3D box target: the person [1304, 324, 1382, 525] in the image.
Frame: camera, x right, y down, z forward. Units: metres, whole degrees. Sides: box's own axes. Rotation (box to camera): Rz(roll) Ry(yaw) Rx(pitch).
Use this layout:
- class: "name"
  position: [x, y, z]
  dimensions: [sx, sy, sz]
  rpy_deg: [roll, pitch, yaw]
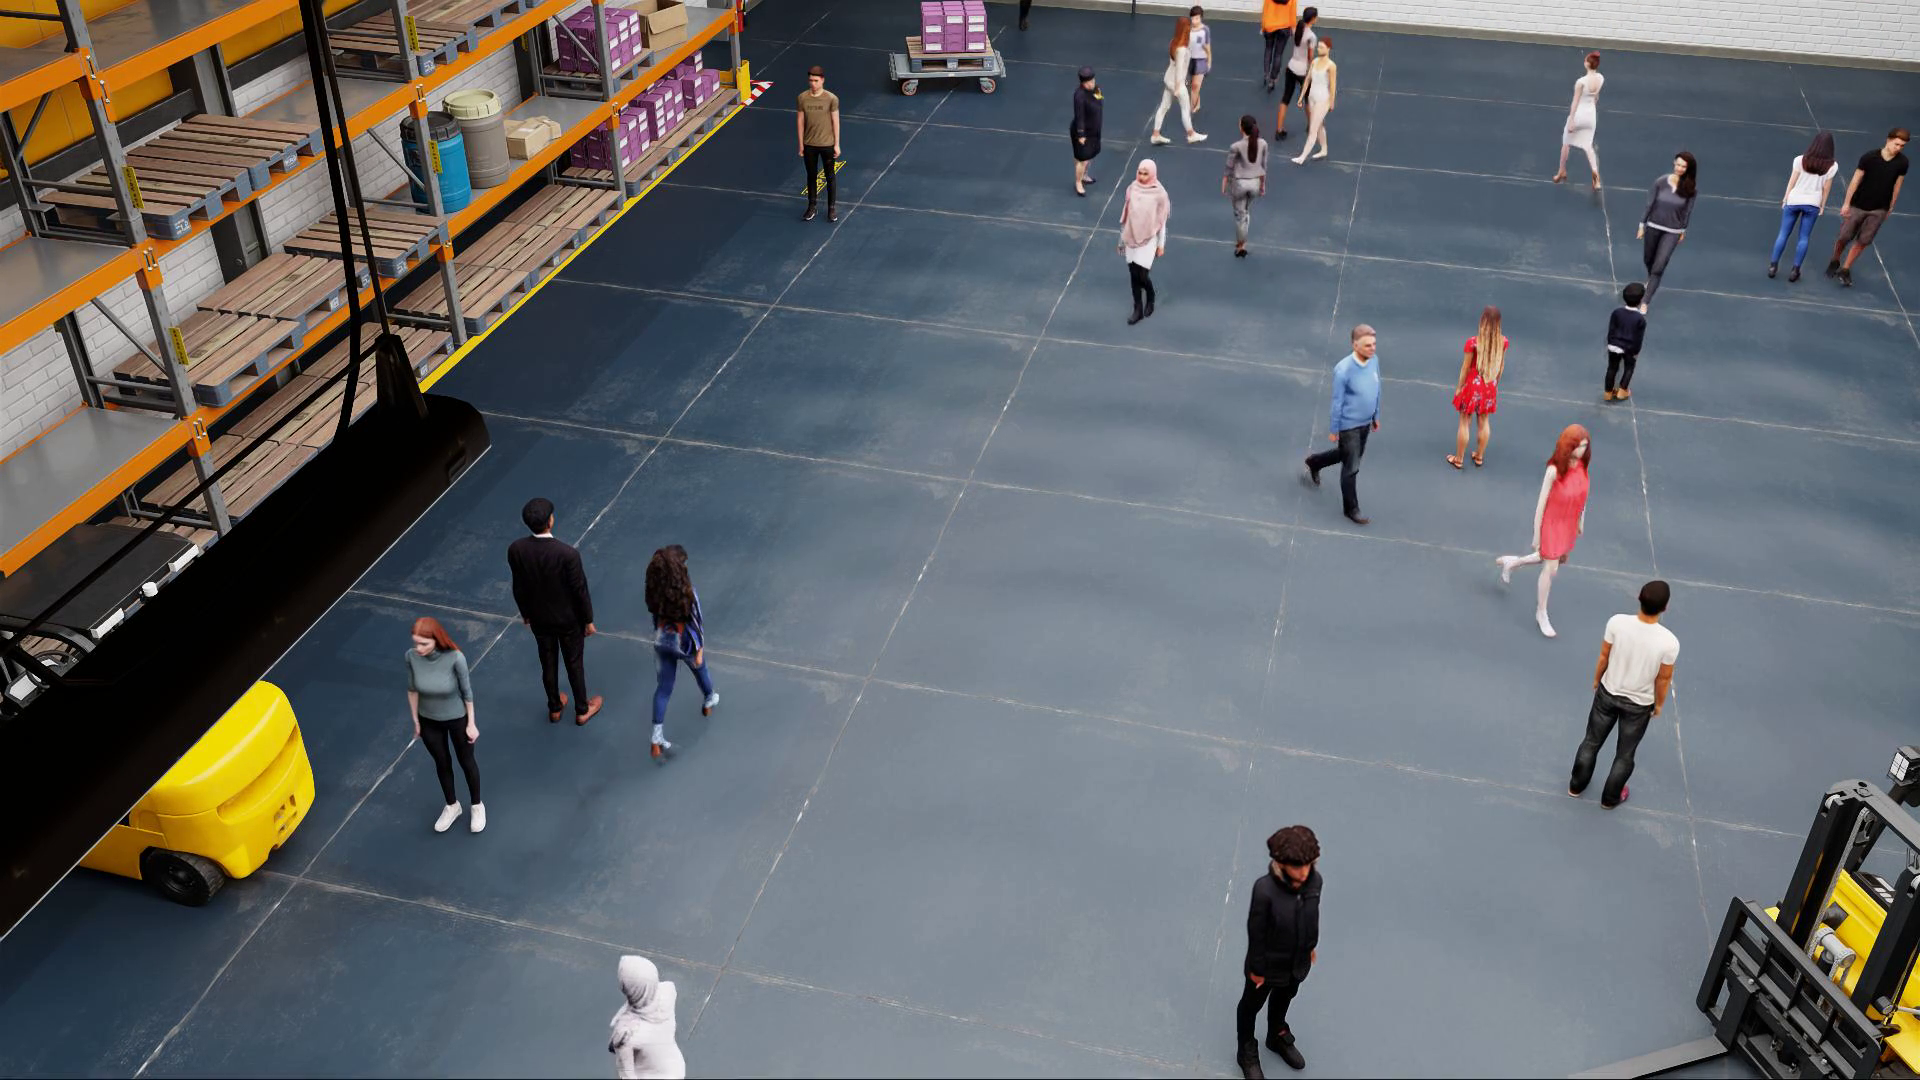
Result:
- class: "person"
  position: [3.346, -1.069, 14.353]
  dimensions: [1.117, 1.796, 1.086]
  rpy_deg: [-24, 41, -32]

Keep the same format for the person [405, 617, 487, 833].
- class: "person"
  position: [-3.395, 1.201, 10.986]
  dimensions: [0.616, 1.744, 0.591]
  rpy_deg: [3, 34, 4]

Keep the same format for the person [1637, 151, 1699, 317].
- class: "person"
  position: [7.546, -3.335, 17.826]
  dimensions: [0.843, 1.726, 1.220]
  rpy_deg: [19, 38, 26]

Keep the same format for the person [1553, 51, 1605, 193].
- class: "person"
  position: [7.711, -5.098, 20.445]
  dimensions: [0.931, 1.764, 1.142]
  rpy_deg: [-9, 35, -13]

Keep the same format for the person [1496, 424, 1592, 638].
- class: "person"
  position: [4.580, -0.135, 12.940]
  dimensions: [0.992, 1.807, 1.051]
  rpy_deg: [-17, 37, -24]

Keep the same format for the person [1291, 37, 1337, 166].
- class: "person"
  position: [4.686, -5.658, 21.427]
  dimensions: [1.059, 1.609, 0.964]
  rpy_deg: [-21, 39, -29]

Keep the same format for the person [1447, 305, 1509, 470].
- class: "person"
  position: [4.673, -1.372, 14.993]
  dimensions: [0.643, 1.592, 0.653]
  rpy_deg: [-4, 34, -6]

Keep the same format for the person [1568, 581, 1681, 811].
- class: "person"
  position: [4.471, 1.037, 11.182]
  dimensions: [0.691, 1.800, 0.650]
  rpy_deg: [22, 39, 29]

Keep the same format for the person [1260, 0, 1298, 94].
- class: "person"
  position: [4.502, -7.237, 23.691]
  dimensions: [0.664, 1.733, 0.701]
  rpy_deg: [12, 36, 18]

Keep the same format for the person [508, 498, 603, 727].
- class: "person"
  position: [-2.902, 0.519, 11.886]
  dimensions: [0.723, 1.884, 0.577]
  rpy_deg: [5, 34, 7]

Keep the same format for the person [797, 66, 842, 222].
- class: "person"
  position: [-1.673, -4.727, 19.807]
  dimensions: [0.702, 1.852, 0.616]
  rpy_deg: [3, 34, 4]

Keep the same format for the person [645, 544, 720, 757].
- class: "person"
  position: [-2.040, 0.788, 11.748]
  dimensions: [0.687, 1.588, 1.062]
  rpy_deg: [14, 36, 20]

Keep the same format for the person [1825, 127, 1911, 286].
- class: "person"
  position: [9.970, -3.690, 18.267]
  dimensions: [0.702, 1.830, 0.743]
  rpy_deg: [16, 37, 23]

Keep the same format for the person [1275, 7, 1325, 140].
- class: "person"
  position: [4.446, -6.166, 22.101]
  dimensions: [1.115, 1.708, 1.011]
  rpy_deg: [-25, 41, -32]

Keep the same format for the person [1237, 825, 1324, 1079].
- class: "person"
  position: [1.783, 2.294, 9.308]
  dimensions: [0.736, 1.781, 0.788]
  rpy_deg: [-15, 37, -22]

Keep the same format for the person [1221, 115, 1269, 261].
- class: "person"
  position: [3.254, -3.946, 18.802]
  dimensions: [0.750, 1.663, 0.775]
  rpy_deg: [-10, 35, -14]

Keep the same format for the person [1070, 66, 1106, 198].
- class: "person"
  position: [1.543, -5.044, 20.477]
  dimensions: [0.949, 1.638, 0.732]
  rpy_deg: [12, 36, 18]

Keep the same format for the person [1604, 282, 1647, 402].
- class: "person"
  position: [6.418, -1.896, 16.121]
  dimensions: [0.625, 1.217, 0.677]
  rpy_deg: [28, 43, 35]

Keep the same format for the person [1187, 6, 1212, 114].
- class: "person"
  position: [3.287, -6.637, 22.976]
  dimensions: [0.724, 1.525, 0.975]
  rpy_deg: [17, 37, 23]

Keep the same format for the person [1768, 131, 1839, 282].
- class: "person"
  position: [9.316, -3.682, 18.388]
  dimensions: [0.624, 1.682, 0.578]
  rpy_deg: [14, 36, 20]

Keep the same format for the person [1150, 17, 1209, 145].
- class: "person"
  position: [2.747, -5.998, 21.872]
  dimensions: [0.964, 1.682, 1.023]
  rpy_deg: [-9, 35, -13]

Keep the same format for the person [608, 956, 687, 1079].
- class: "person"
  position: [-1.504, 2.820, 8.529]
  dimensions: [0.789, 1.767, 0.750]
  rpy_deg: [20, 39, 27]

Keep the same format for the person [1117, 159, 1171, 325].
- class: "person"
  position: [1.944, -3.155, 17.494]
  dimensions: [0.729, 1.794, 0.772]
  rpy_deg: [20, 38, 27]
